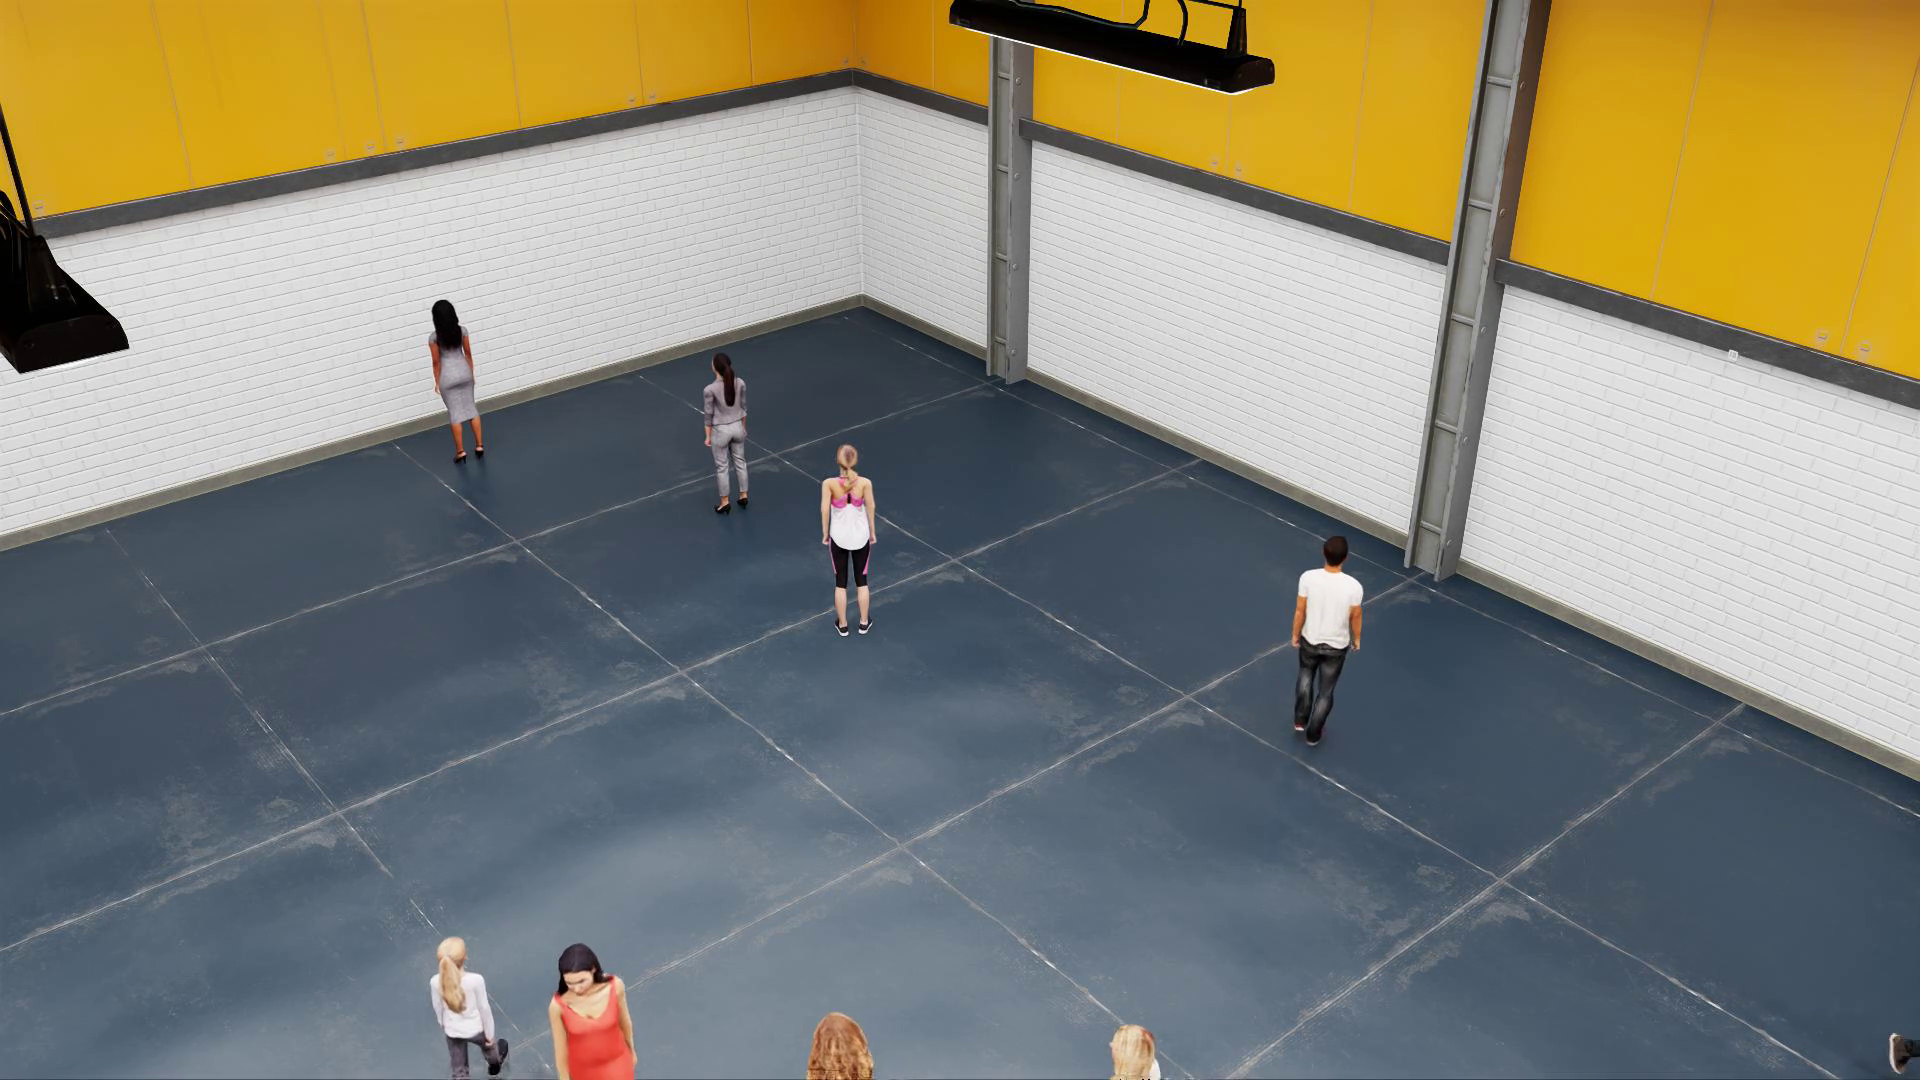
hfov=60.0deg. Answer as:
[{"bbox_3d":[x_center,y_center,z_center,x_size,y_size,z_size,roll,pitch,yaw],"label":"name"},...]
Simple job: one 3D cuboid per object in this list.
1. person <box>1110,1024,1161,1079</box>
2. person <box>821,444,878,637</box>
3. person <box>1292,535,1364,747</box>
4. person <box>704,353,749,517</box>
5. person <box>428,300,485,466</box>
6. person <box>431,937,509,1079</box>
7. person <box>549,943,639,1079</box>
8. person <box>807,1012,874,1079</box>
[{"bbox_3d":[0.939,3.154,8.404,1.207,1.799,0.969,10,30,18],"label":"person"},{"bbox_3d":[-0.944,0.001,14.197,0.687,1.785,0.700,-3,29,-5],"label":"person"},{"bbox_3d":[2.768,0.807,12.712,0.700,1.793,0.816,12,31,20],"label":"person"},{"bbox_3d":[-2.269,-1.035,16.208,0.620,1.678,0.589,-20,34,-32],"label":"person"},{"bbox_3d":[-5.208,-1.636,17.202,0.597,1.781,0.532,-19,34,-30],"label":"person"},{"bbox_3d":[-2.843,2.858,9.522,0.827,1.247,0.934,0,29,-1],"label":"person"},{"bbox_3d":[-2.009,2.831,9.136,0.823,1.665,1.201,-13,31,-23],"label":"person"},{"bbox_3d":[-0.477,3.180,8.421,0.881,1.735,0.665,21,35,33],"label":"person"}]
